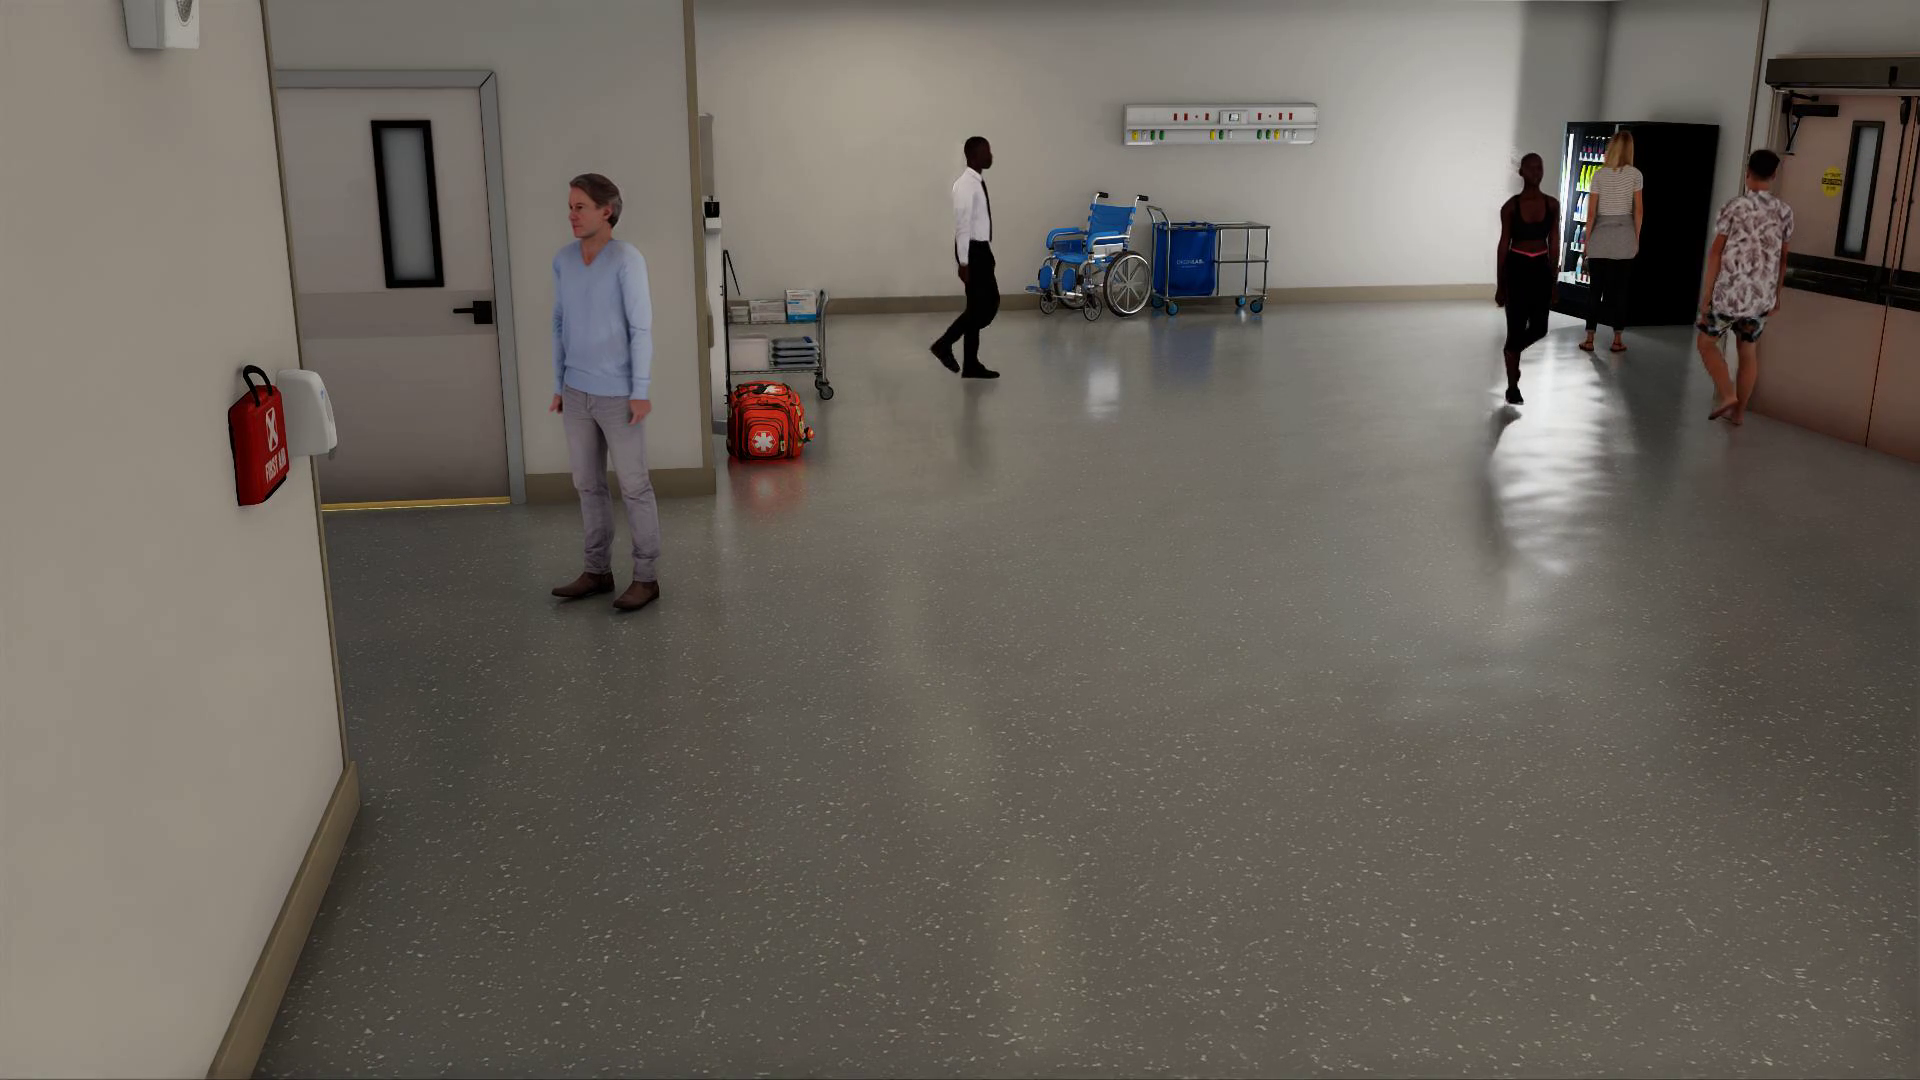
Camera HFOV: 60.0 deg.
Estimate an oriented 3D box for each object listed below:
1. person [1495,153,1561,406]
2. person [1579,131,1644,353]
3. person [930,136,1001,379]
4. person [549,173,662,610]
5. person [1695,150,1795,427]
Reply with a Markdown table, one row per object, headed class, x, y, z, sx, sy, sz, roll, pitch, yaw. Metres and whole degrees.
| class | x | y | z | sx | sy | sz | roll | pitch | yaw |
| --- | --- | --- | --- | --- | --- | --- | --- | --- | --- |
| person | 4.011 | -1.853 | 11.840 | 0.696 | 1.740 | 0.973 | 0 | 16 | 0 |
| person | 5.496 | -2.510 | 14.012 | 0.674 | 1.827 | 0.682 | 5 | 17 | 18 |
| person | 0.007 | -2.135 | 12.692 | 0.840 | 1.822 | 0.818 | 3 | 16 | 10 |
| person | -1.553 | -0.646 | 7.278 | 0.755 | 1.893 | 0.791 | 9 | 18 | 28 |
| person | 5.176 | -1.626 | 10.918 | 0.752 | 1.805 | 0.738 | 0 | 16 | -1 |
